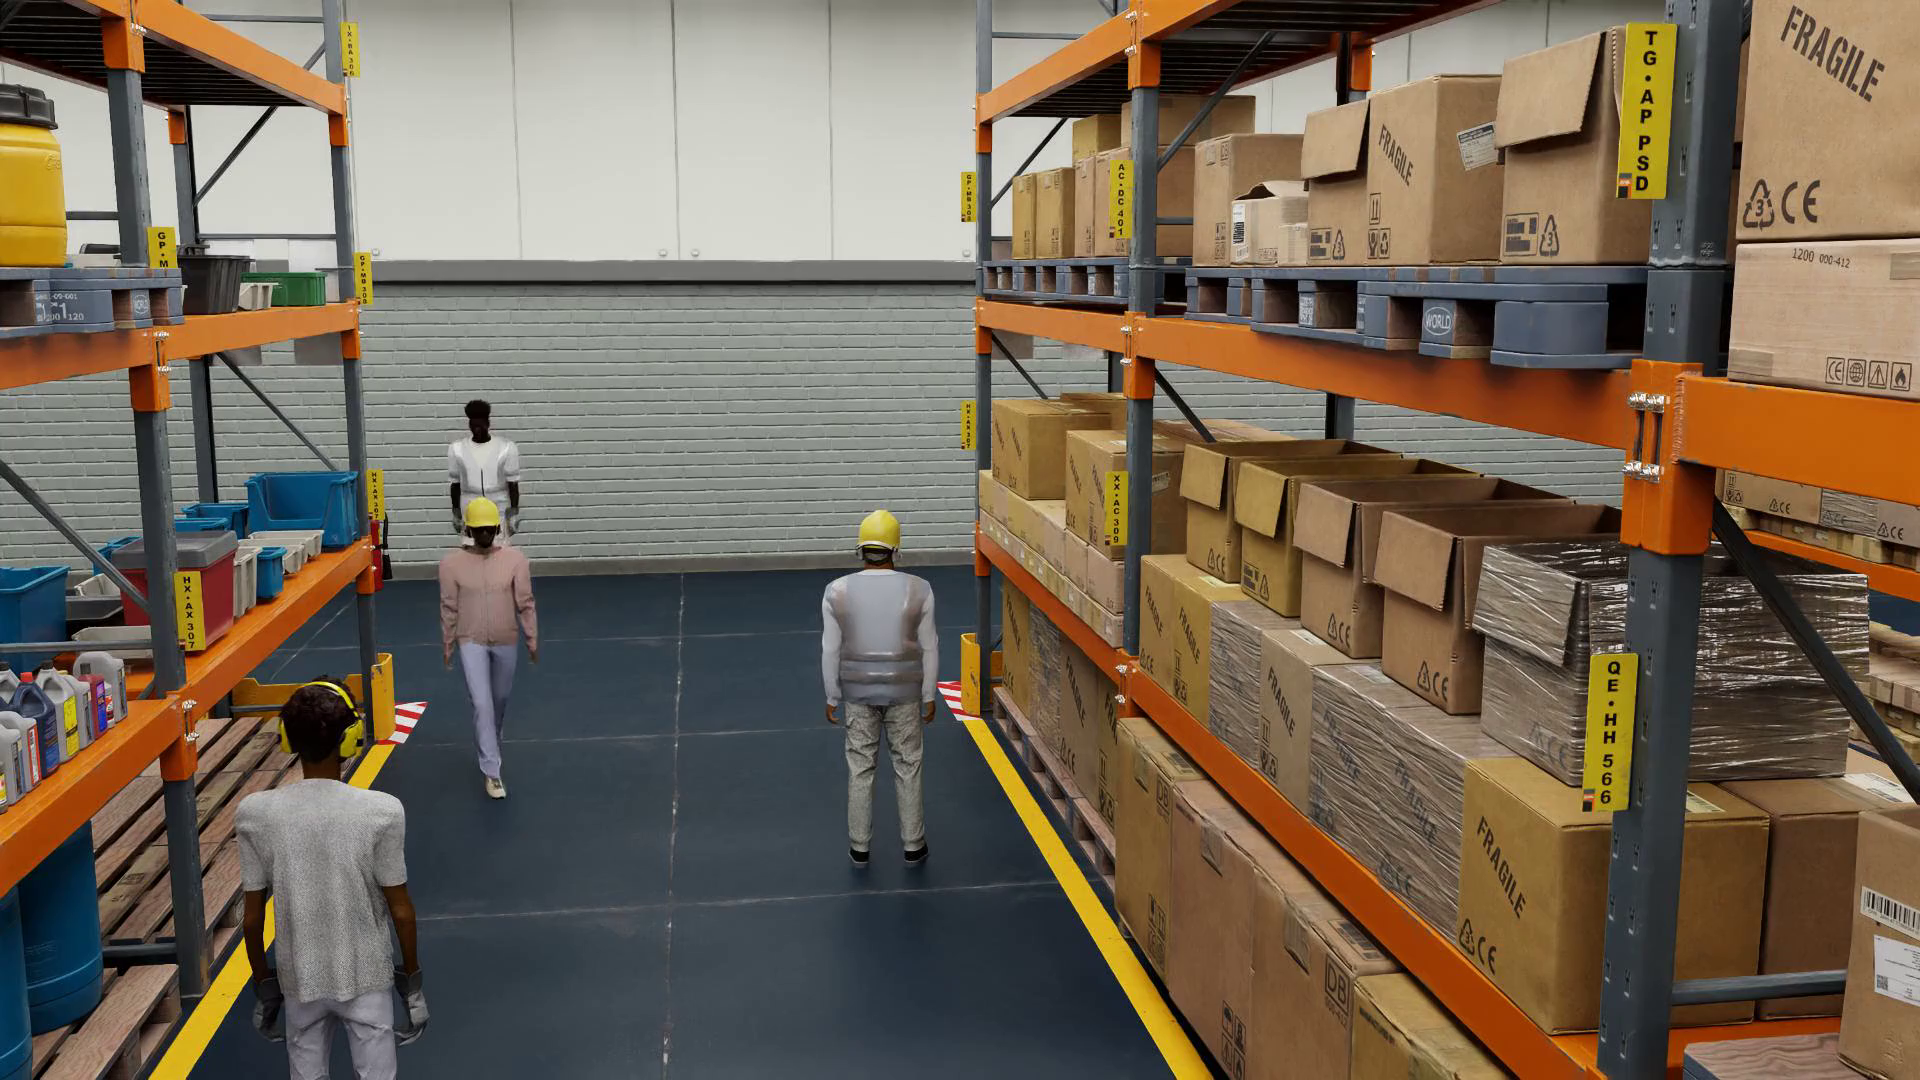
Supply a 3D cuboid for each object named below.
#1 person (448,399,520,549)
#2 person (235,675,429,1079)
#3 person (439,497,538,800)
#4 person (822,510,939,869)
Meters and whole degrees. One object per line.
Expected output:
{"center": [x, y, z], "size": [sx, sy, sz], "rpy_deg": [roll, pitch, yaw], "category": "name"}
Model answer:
{"center": [-4.088, -0.248, 14.329], "size": [0.610, 1.943, 0.515], "rpy_deg": [-2, 9, -10], "category": "person"}
{"center": [-1.831, 1.317, 4.902], "size": [0.513, 1.872, 0.328], "rpy_deg": [-1, 9, -4], "category": "person"}
{"center": [-2.797, 0.584, 9.859], "size": [0.532, 1.728, 0.883], "rpy_deg": [-5, 10, -27], "category": "person"}
{"center": [-0.398, 0.760, 8.442], "size": [0.587, 1.835, 0.404], "rpy_deg": [0, 9, 2], "category": "person"}
